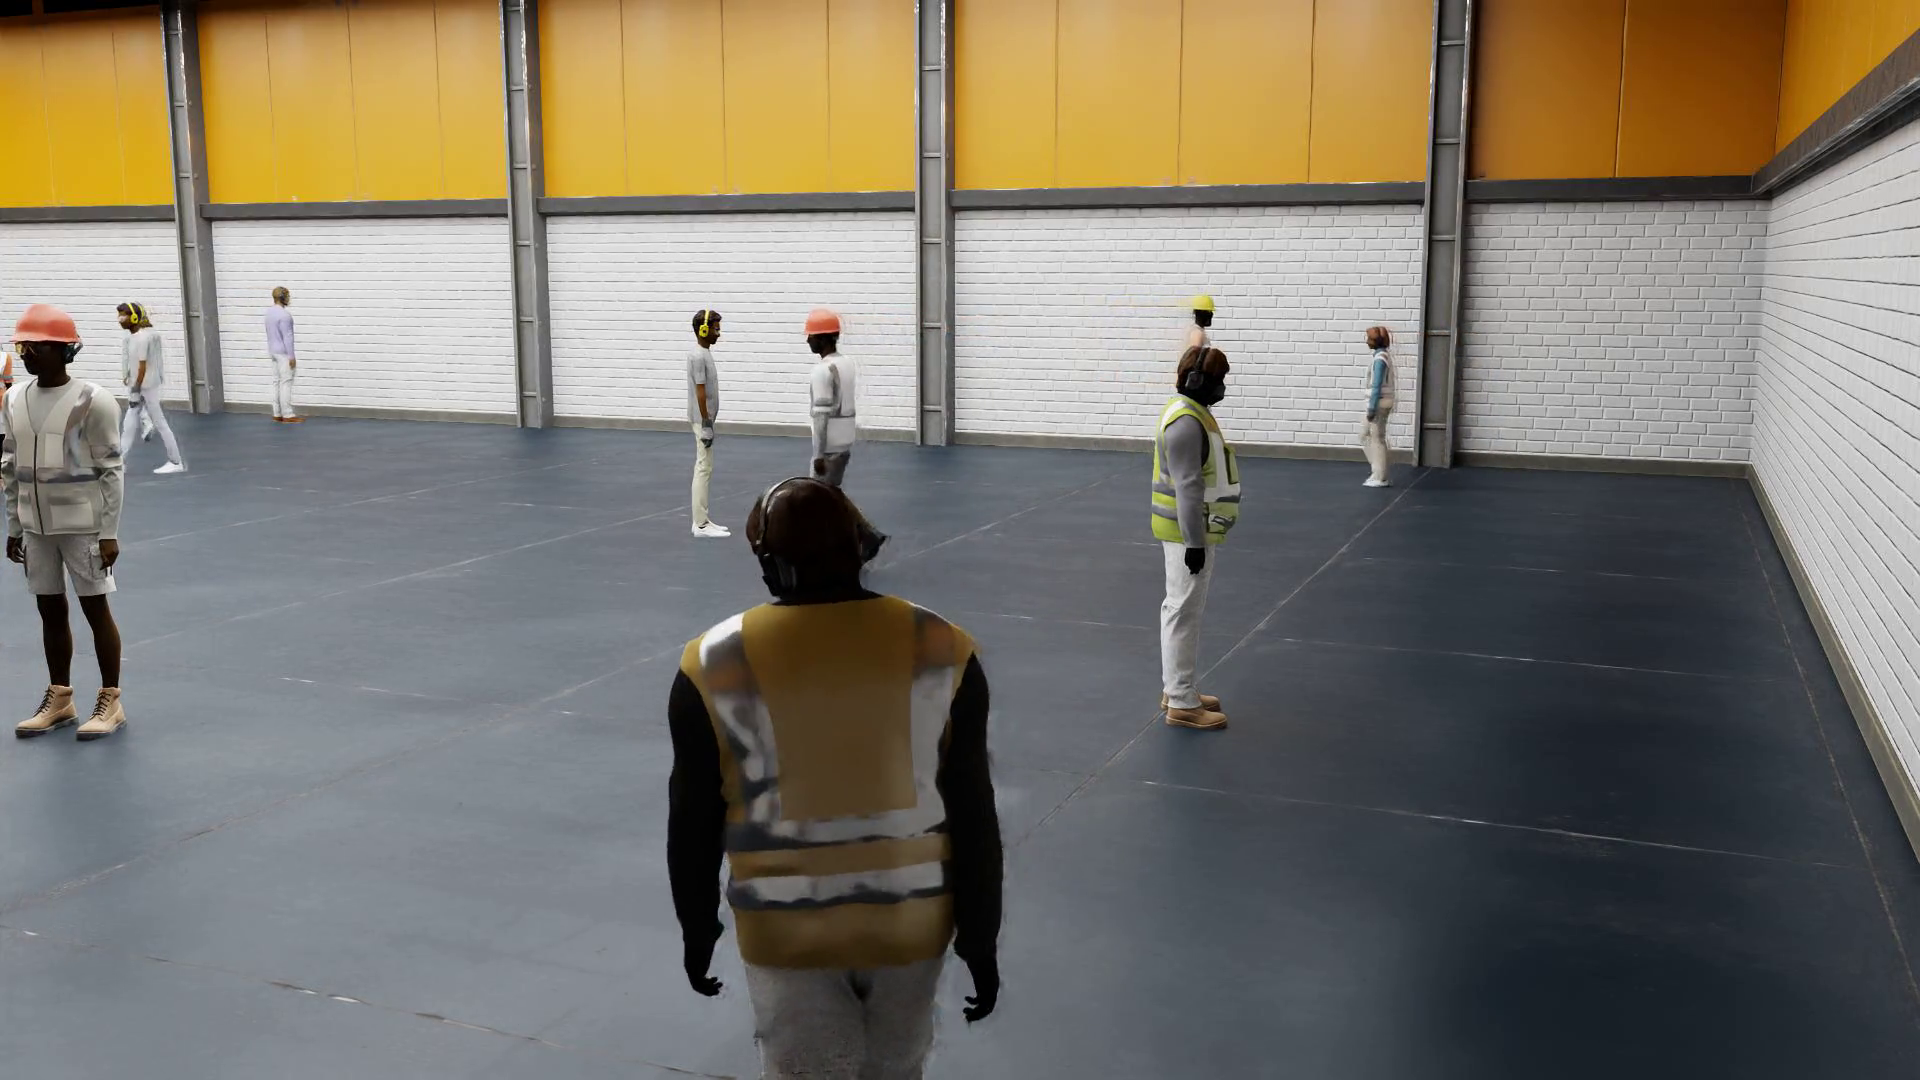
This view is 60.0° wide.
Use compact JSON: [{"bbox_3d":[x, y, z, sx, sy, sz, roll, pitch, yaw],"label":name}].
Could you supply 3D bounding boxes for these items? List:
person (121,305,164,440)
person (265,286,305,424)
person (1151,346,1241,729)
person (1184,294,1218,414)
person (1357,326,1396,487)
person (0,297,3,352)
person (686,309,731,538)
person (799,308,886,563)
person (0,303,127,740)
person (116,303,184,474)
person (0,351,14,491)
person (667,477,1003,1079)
[{"bbox_3d":[-10.397,-2.125,21.181,0.703,1.725,0.499,9,13,42],"label":"person"},{"bbox_3d":[-9.519,-2.596,23.379,0.352,1.937,0.635,-9,13,-44],"label":"person"},{"bbox_3d":[1.142,-0.021,8.091,0.429,1.837,0.621,1,9,6],"label":"person"},{"bbox_3d":[2.568,-1.736,18.258,0.559,1.911,0.589,1,9,5],"label":"person"},{"bbox_3d":[4.162,-1.329,16.642,0.393,1.618,0.530,3,10,17],"label":"person"},{"bbox_3d":[-12.224,-2.195,20.803,0.609,1.979,0.630,-3,10,-18],"label":"person"},{"bbox_3d":[-2.074,-0.951,13.647,0.329,1.865,0.507,-2,10,-10],"label":"person"},{"bbox_3d":[-0.880,-0.692,11.887,0.533,1.921,0.558,4,10,20],"label":"person"},{"bbox_3d":[-4.218,-0.080,7.805,0.607,2.048,0.369,2,10,10],"label":"person"},{"bbox_3d":[-8.722,-1.576,17.549,0.963,1.817,0.533,-7,12,-38],"label":"person"},{"bbox_3d":[-9.464,-1.283,16.164,0.530,1.693,0.321,-8,12,-40],"label":"person"},{"bbox_3d":[-0.252,0.780,3.345,0.646,1.797,0.805,-2,10,-12],"label":"person"}]
